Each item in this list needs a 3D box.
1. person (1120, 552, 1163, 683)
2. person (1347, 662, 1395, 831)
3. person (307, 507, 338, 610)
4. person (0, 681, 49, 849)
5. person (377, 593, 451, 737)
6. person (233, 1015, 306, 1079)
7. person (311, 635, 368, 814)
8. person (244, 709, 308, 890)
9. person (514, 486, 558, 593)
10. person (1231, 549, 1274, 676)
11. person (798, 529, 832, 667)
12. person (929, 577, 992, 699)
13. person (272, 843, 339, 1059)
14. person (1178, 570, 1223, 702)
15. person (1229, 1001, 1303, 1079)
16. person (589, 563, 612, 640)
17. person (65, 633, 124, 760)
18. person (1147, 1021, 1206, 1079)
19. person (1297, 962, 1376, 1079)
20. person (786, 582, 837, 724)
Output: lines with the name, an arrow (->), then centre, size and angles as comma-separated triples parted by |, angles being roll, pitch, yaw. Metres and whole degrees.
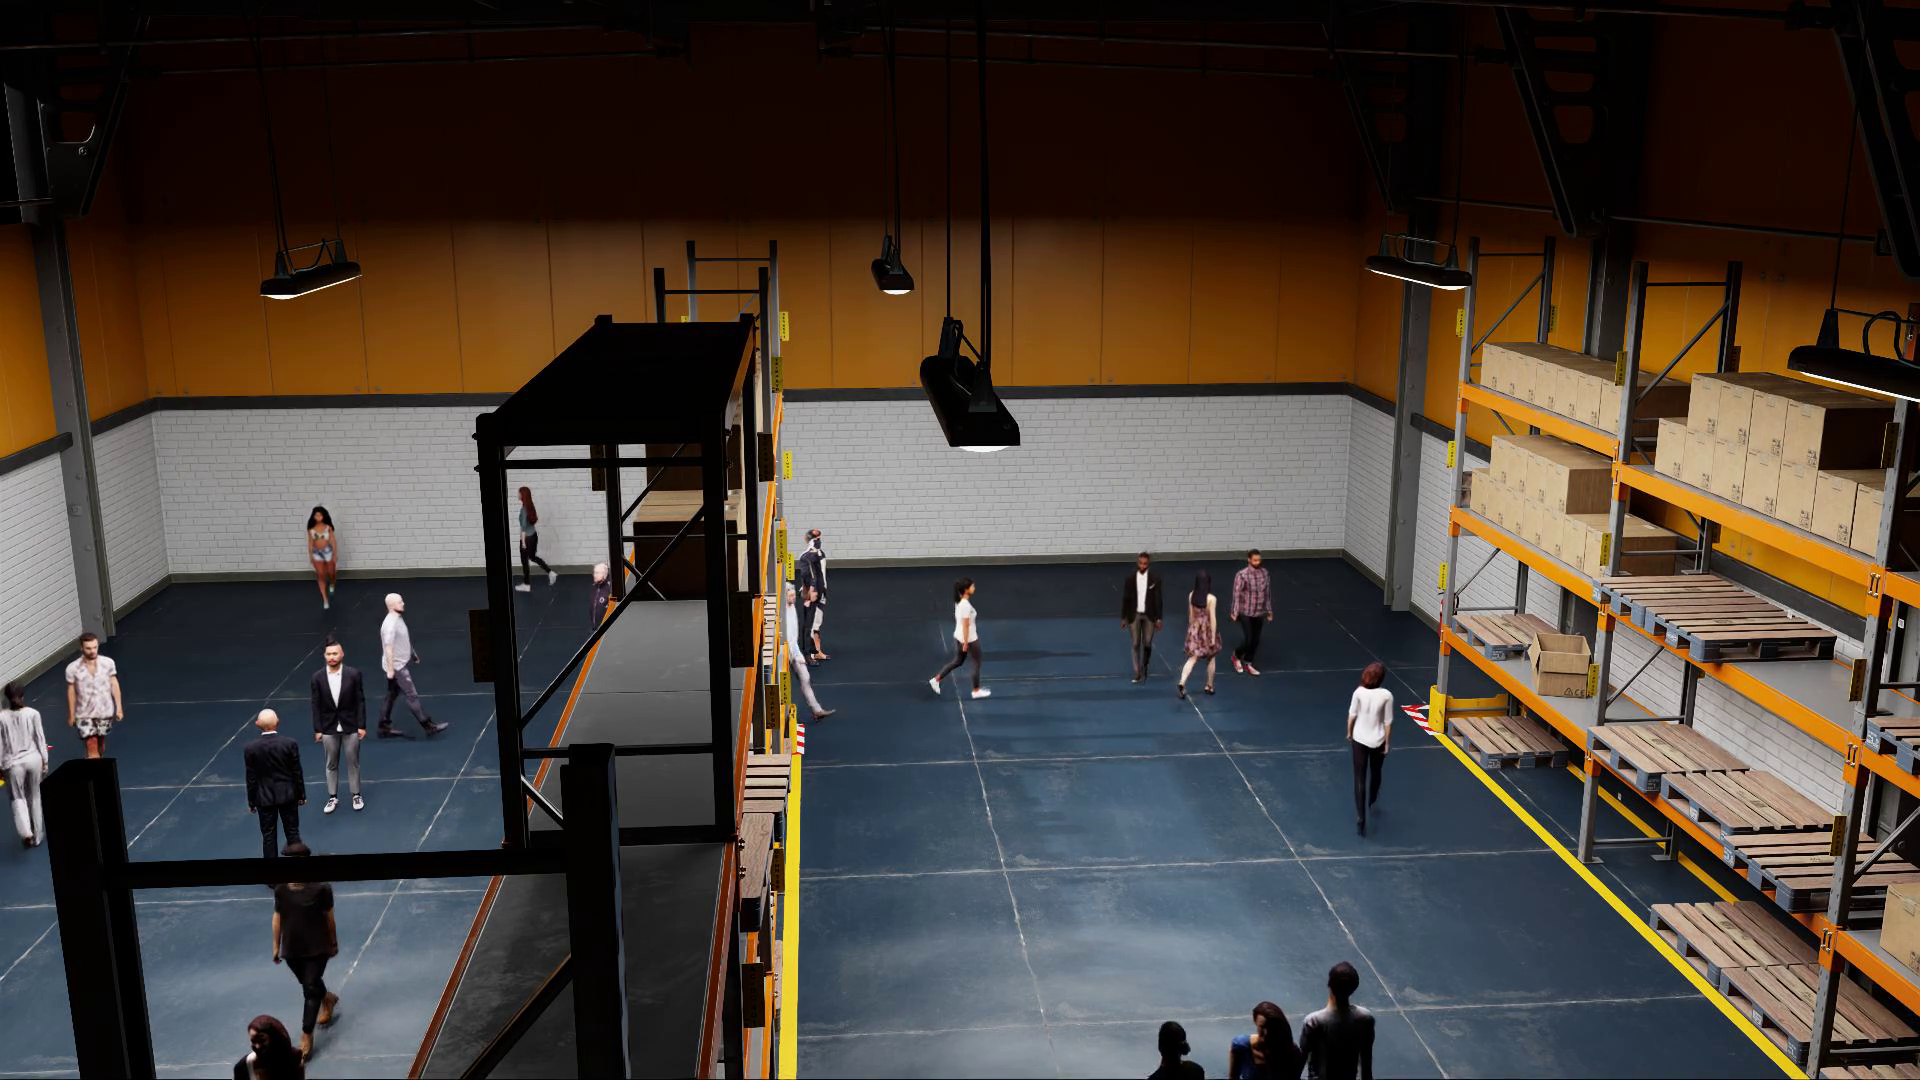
person -> 2.442, 1.021, 22.213 | 0.789, 1.790, 0.764 | 4, 14, 16
person -> 4.279, 2.198, 17.461 | 0.881, 1.739, 1.202 | 4, 14, 15
person -> -9.861, 0.251, 25.778 | 0.642, 1.608, 0.878 | -3, 14, -14
person -> -9.522, 2.329, 16.894 | 0.810, 1.751, 0.936 | -6, 15, -24
person -> -6.886, 1.537, 20.071 | 0.797, 1.795, 1.073 | -3, 14, -11
person -> -4.366, 3.828, 10.682 | 0.640, 1.760, 1.059 | -2, 14, -9
person -> -6.698, 1.966, 17.971 | 0.724, 1.948, 0.634 | -3, 14, -12
person -> -6.626, 2.490, 16.123 | 0.742, 1.801, 0.695 | -6, 15, -22
person -> -6.820, -0.004, 26.571 | 0.814, 1.730, 0.957 | 2, 14, 10
person -> 3.914, 0.957, 22.571 | 0.811, 1.745, 0.835 | -7, 15, -27
person -> -2.029, 0.769, 23.035 | 0.838, 1.893, 0.727 | 7, 15, 27
person -> -0.014, 1.284, 21.483 | 0.772, 1.622, 1.007 | -4, 14, -16
person -> -5.239, 3.209, 13.394 | 0.758, 1.688, 1.118 | 1, 14, 6
person -> 3.032, 1.278, 21.266 | 1.100, 1.736, 1.179 | 11, 17, 38
person -> 1.953, 3.799, 10.715 | 0.728, 1.802, 0.673 | 2, 14, 9
person -> -4.503, 1.180, 21.509 | 1.105, 1.812, 1.213 | 9, 16, 34
person -> -9.740, 1.893, 18.658 | 1.123, 1.767, 1.243 | -12, 18, -41
person -> 1.375, 3.898, 10.440 | 0.802, 1.739, 0.859 | -10, 17, -35
person -> 2.487, 3.732, 10.954 | 0.889, 1.820, 1.160 | -6, 15, -23
person -> -2.226, 1.429, 20.427 | 0.971, 1.838, 1.182 | 3, 14, 10
